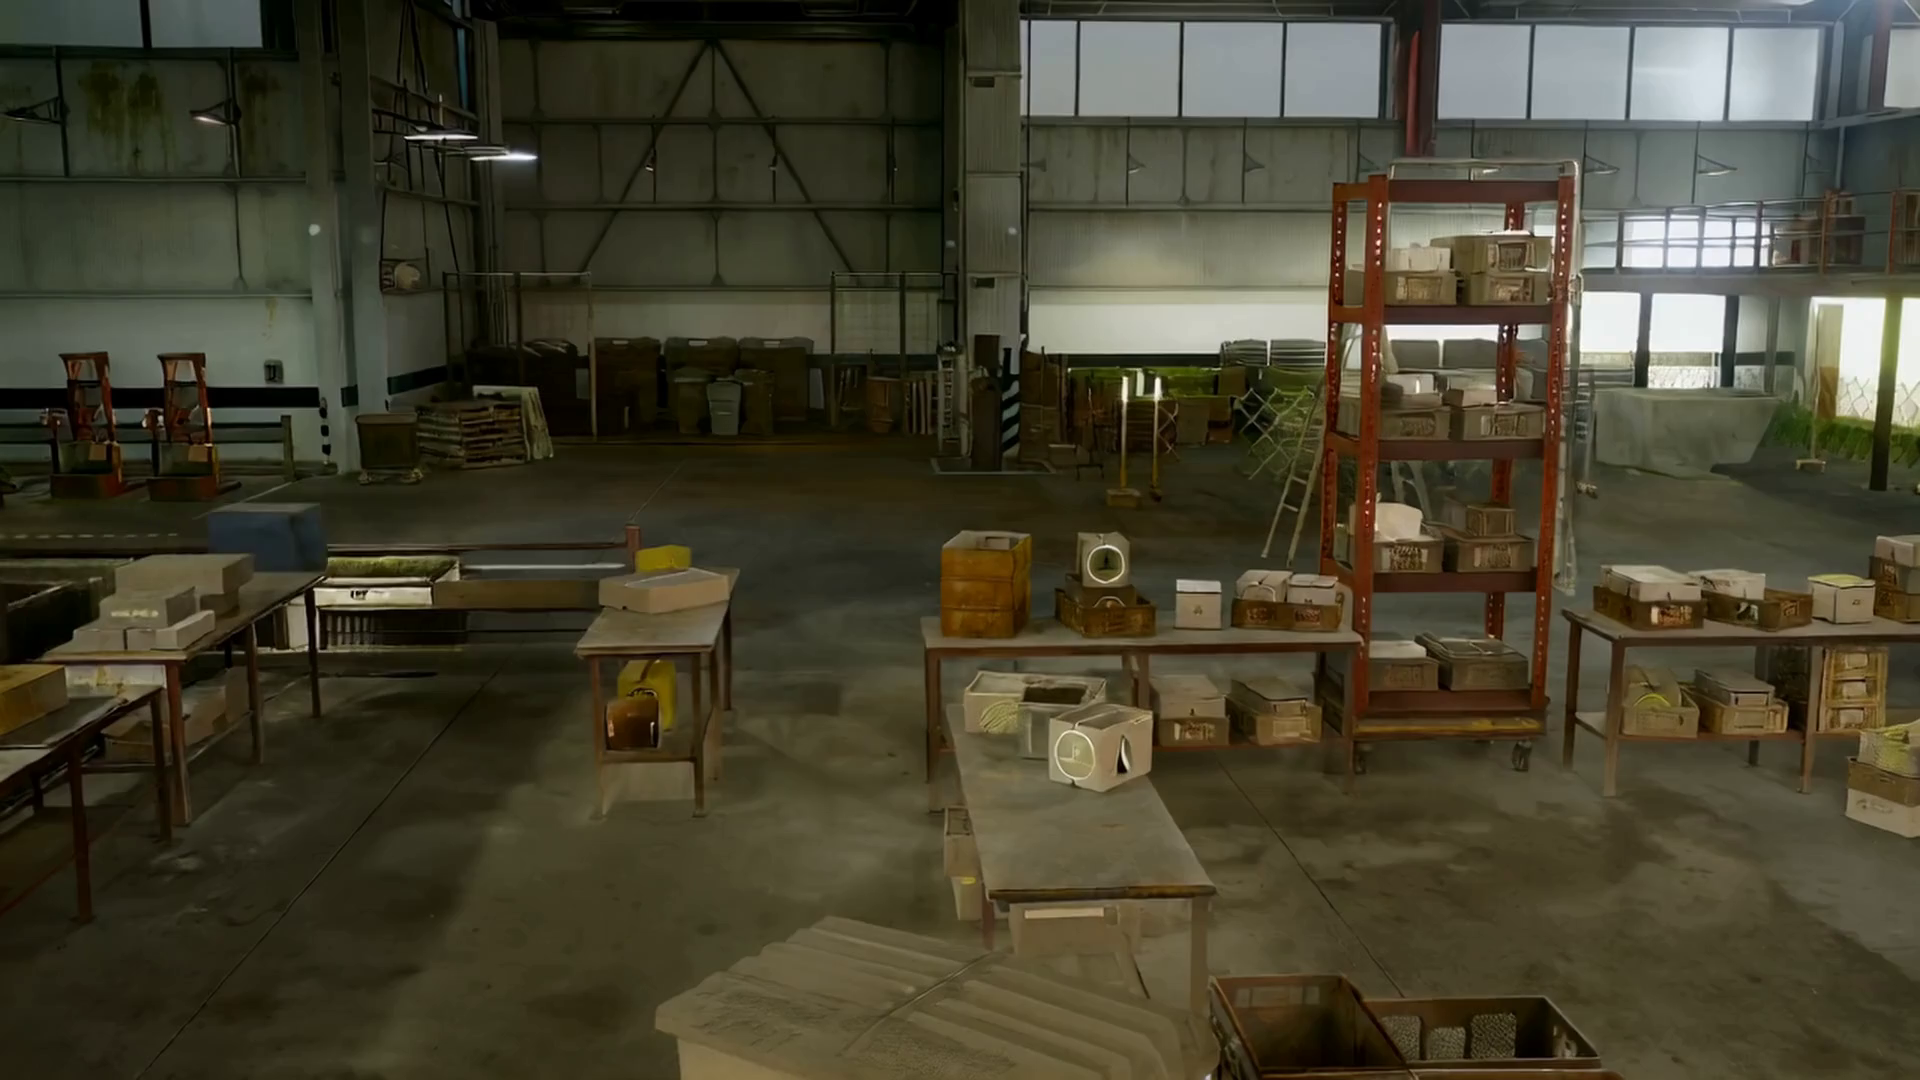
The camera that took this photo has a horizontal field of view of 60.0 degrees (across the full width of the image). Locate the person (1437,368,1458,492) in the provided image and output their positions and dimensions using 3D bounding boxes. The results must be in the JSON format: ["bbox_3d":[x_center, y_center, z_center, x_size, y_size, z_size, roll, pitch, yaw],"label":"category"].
[{"bbox_3d":[6.857,-1.549,23.372,0.323,1.742,0.492,3,10,19],"label":"person"}]

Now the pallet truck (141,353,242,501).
[{"bbox_3d":[-10.520,-1.604,22.925,0.823,1.965,1.885,-1,9,-6],"label":"pallet truck"}]

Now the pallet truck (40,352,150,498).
[{"bbox_3d":[-11.907,-1.642,23.165,0.823,1.965,1.885,0,9,0],"label":"pallet truck"}]

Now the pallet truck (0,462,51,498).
[{"bbox_3d":[-13.193,-1.293,23.148,0.653,1.274,1.630,-1,9,-4],"label":"pallet truck"}]
